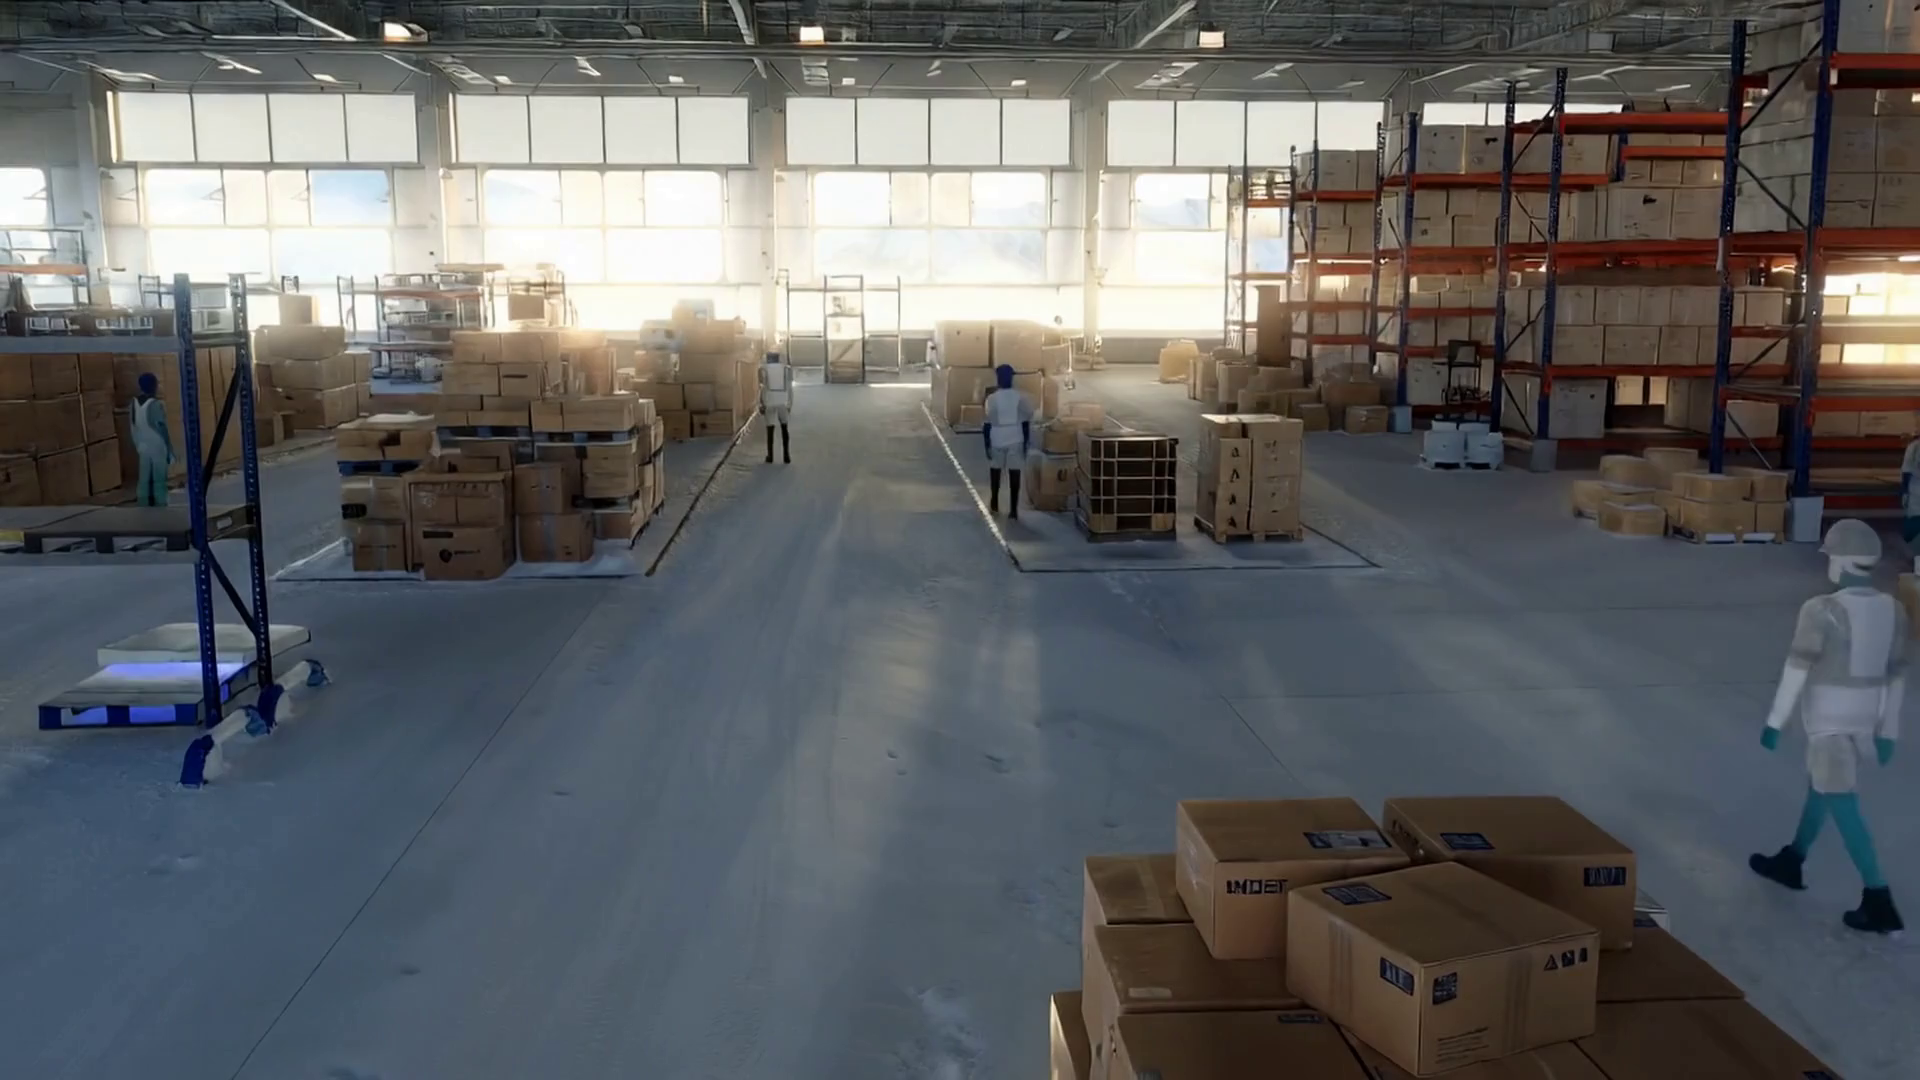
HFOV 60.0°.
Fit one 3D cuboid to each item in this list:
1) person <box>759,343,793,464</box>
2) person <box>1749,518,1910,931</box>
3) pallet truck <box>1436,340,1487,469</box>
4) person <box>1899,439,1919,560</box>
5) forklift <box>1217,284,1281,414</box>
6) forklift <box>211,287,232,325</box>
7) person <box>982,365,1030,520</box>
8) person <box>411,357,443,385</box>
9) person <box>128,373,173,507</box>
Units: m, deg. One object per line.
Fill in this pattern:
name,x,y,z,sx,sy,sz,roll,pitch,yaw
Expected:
person,-2.949,-2.190,26.732,0.546,1.938,0.360,-2,9,-13
person,4.164,0.844,7.853,0.565,1.895,0.984,-3,10,-19
pallet truck,8.004,-2.170,26.422,0.823,1.965,1.885,2,9,14
person,9.903,-0.504,17.016,0.539,1.667,0.602,3,10,19
forklift,6.547,-4.074,35.610,1.873,2.768,1.129,-1,9,-4
forklift,-16.813,-4.456,38.009,1.873,2.768,1.129,-5,10,-30
person,0.574,-1.237,20.829,0.605,1.913,1.007,-1,9,-4
person,-7.531,-1.676,23.753,0.594,1.873,1.035,0,9,-2
person,-9.776,-1.092,20.128,0.513,1.845,0.335,2,9,13
